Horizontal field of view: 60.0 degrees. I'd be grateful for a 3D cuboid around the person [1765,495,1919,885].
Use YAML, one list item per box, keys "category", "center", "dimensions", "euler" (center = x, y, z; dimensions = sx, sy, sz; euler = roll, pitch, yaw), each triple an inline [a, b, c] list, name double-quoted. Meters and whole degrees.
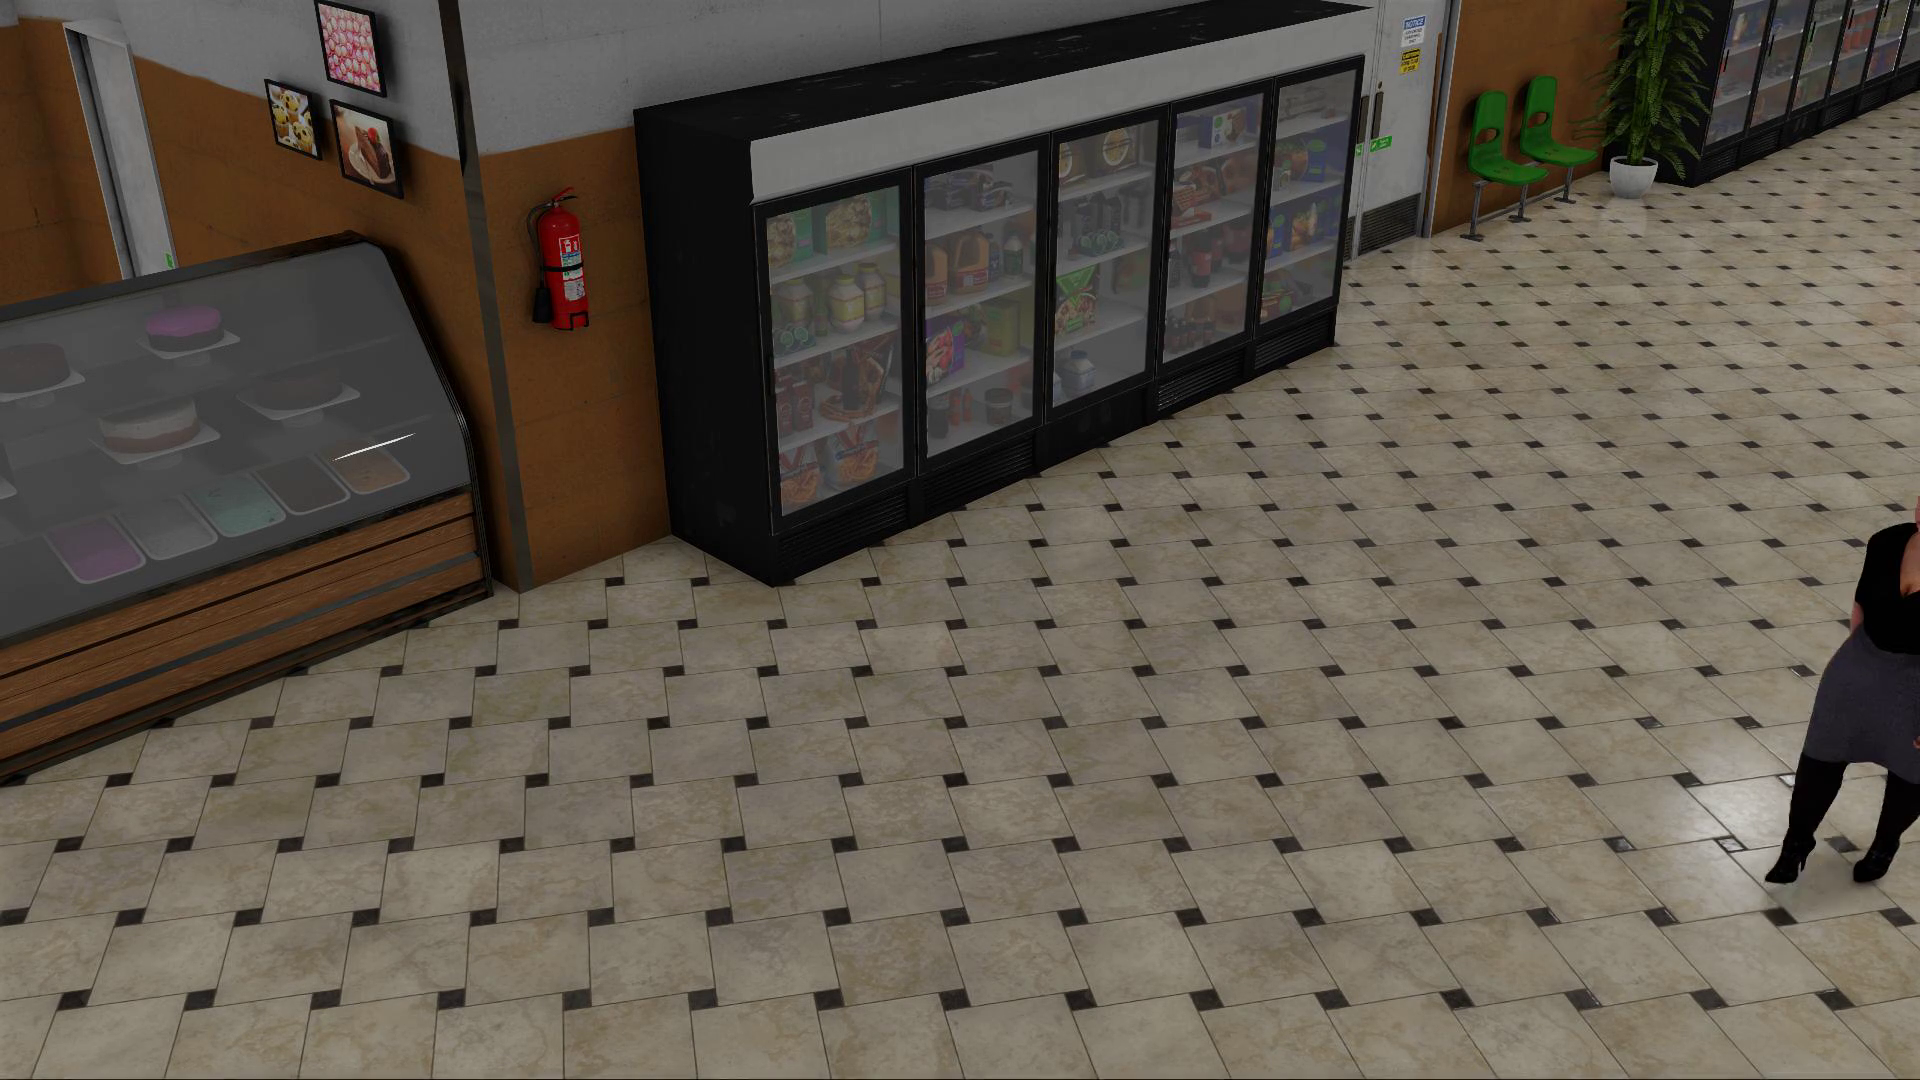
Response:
- category: "person"
  center: [3.488, 0.526, 6.070]
  dimensions: [0.781, 1.737, 0.776]
  euler: [-18, 32, -32]
